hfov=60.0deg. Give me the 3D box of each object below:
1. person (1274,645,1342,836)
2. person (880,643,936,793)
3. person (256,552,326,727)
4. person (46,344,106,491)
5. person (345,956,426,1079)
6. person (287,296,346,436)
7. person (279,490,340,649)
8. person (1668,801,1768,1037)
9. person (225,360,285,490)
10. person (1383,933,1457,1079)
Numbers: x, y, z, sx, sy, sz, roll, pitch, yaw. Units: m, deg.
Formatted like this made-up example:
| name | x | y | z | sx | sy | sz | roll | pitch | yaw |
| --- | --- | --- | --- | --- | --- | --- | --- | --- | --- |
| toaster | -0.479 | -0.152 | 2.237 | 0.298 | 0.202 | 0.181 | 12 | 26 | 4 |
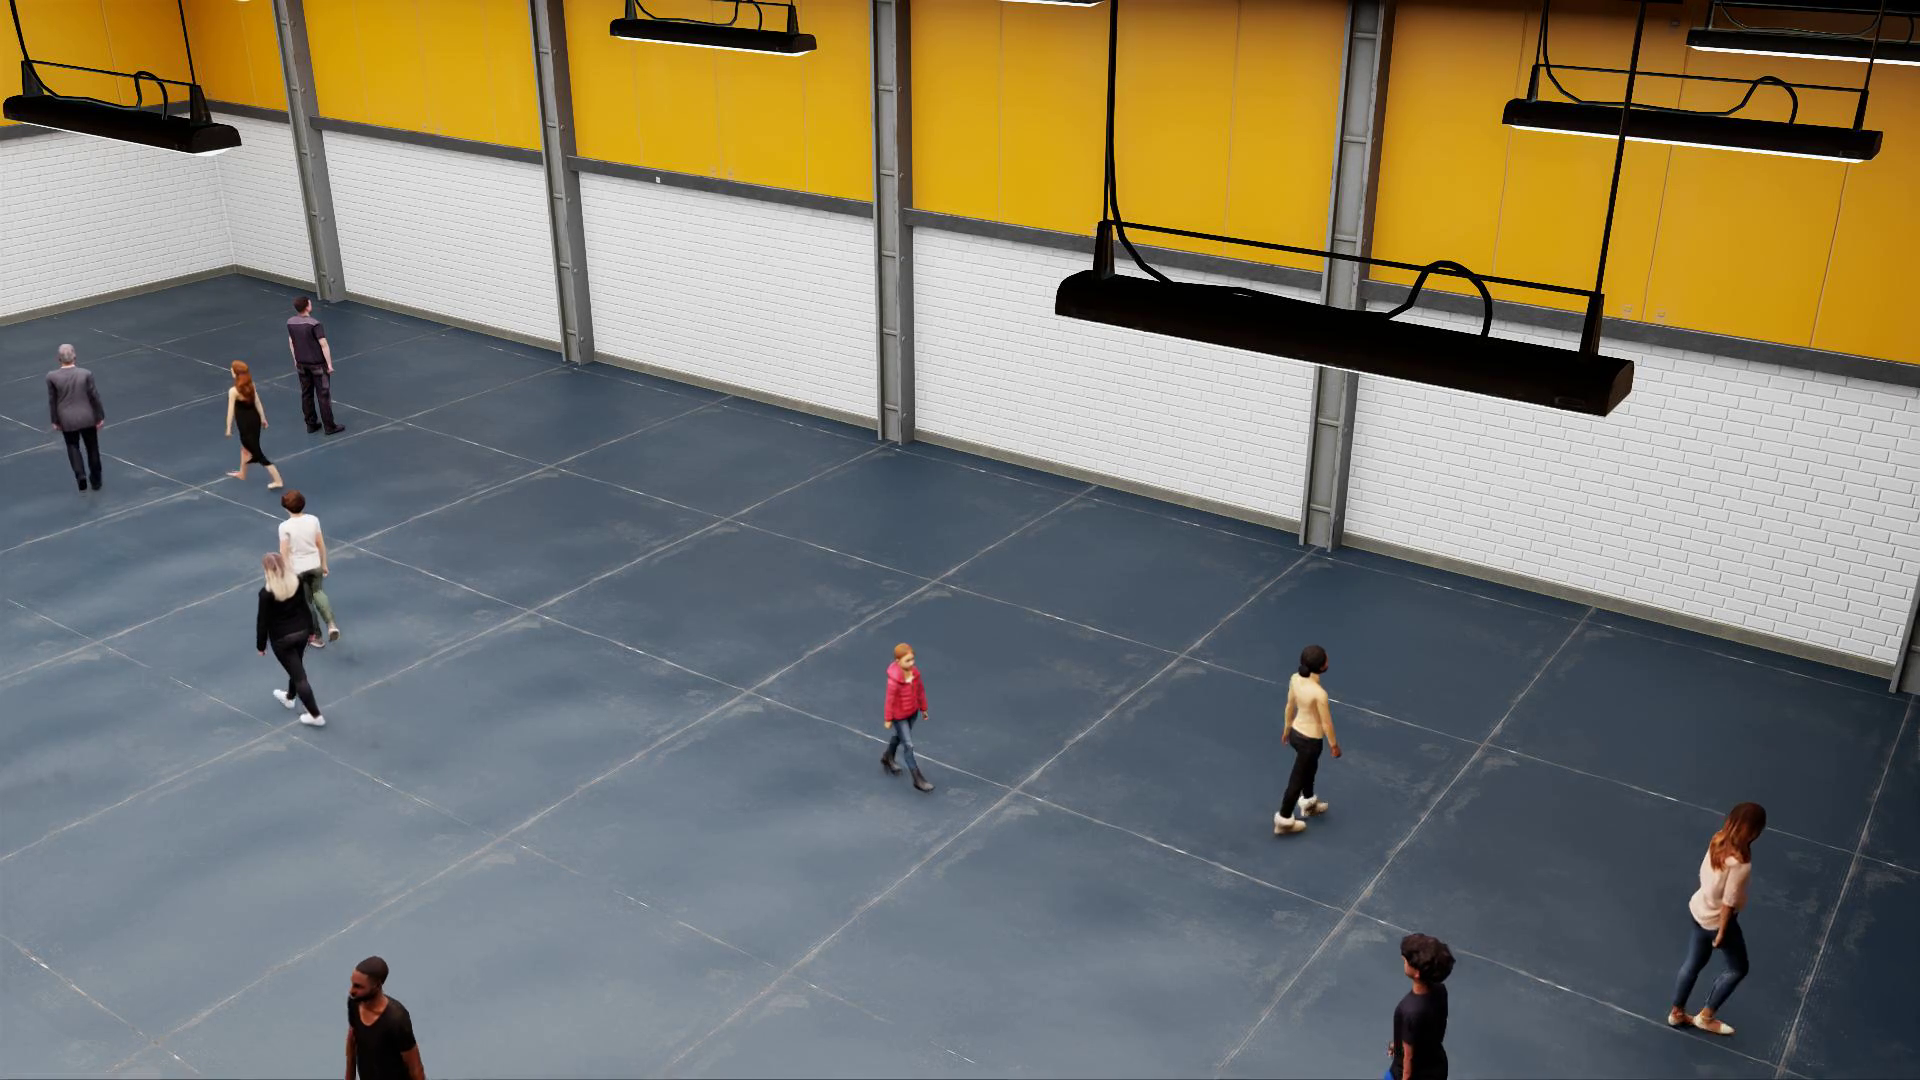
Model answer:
| name | x | y | z | sx | sy | sz | roll | pitch | yaw |
| --- | --- | --- | --- | --- | --- | --- | --- | --- | --- |
| person | 2.667 | 1.611 | 13.171 | 0.890 | 1.640 | 0.867 | -8 | 25 | -17 |
| person | -0.511 | 1.447 | 13.989 | 0.921 | 1.286 | 0.607 | 21 | 31 | 40 |
| person | -5.890 | 0.910 | 14.742 | 0.958 | 1.665 | 0.685 | 14 | 27 | 28 |
| person | -10.557 | -1.431 | 19.892 | 0.926 | 1.830 | 0.975 | -9 | 25 | -21 |
| person | -3.207 | 3.101 | 9.587 | 1.117 | 1.781 | 0.784 | 19 | 30 | 37 |
| person | -8.526 | -2.307 | 21.880 | 0.649 | 1.845 | 0.852 | 7 | 25 | 16 |
| person | -6.317 | 0.315 | 16.133 | 0.779 | 1.643 | 0.629 | 21 | 31 | 39 |
| person | 4.896 | 2.492 | 10.987 | 0.789 | 1.774 | 0.739 | -1 | 24 | -3 |
| person | -8.483 | -1.343 | 20.009 | 1.167 | 1.575 | 0.841 | 7 | 24 | 15 |
| person | 2.715 | 3.101 | 9.590 | 0.706 | 1.779 | 0.645 | 19 | 30 | 36 |
